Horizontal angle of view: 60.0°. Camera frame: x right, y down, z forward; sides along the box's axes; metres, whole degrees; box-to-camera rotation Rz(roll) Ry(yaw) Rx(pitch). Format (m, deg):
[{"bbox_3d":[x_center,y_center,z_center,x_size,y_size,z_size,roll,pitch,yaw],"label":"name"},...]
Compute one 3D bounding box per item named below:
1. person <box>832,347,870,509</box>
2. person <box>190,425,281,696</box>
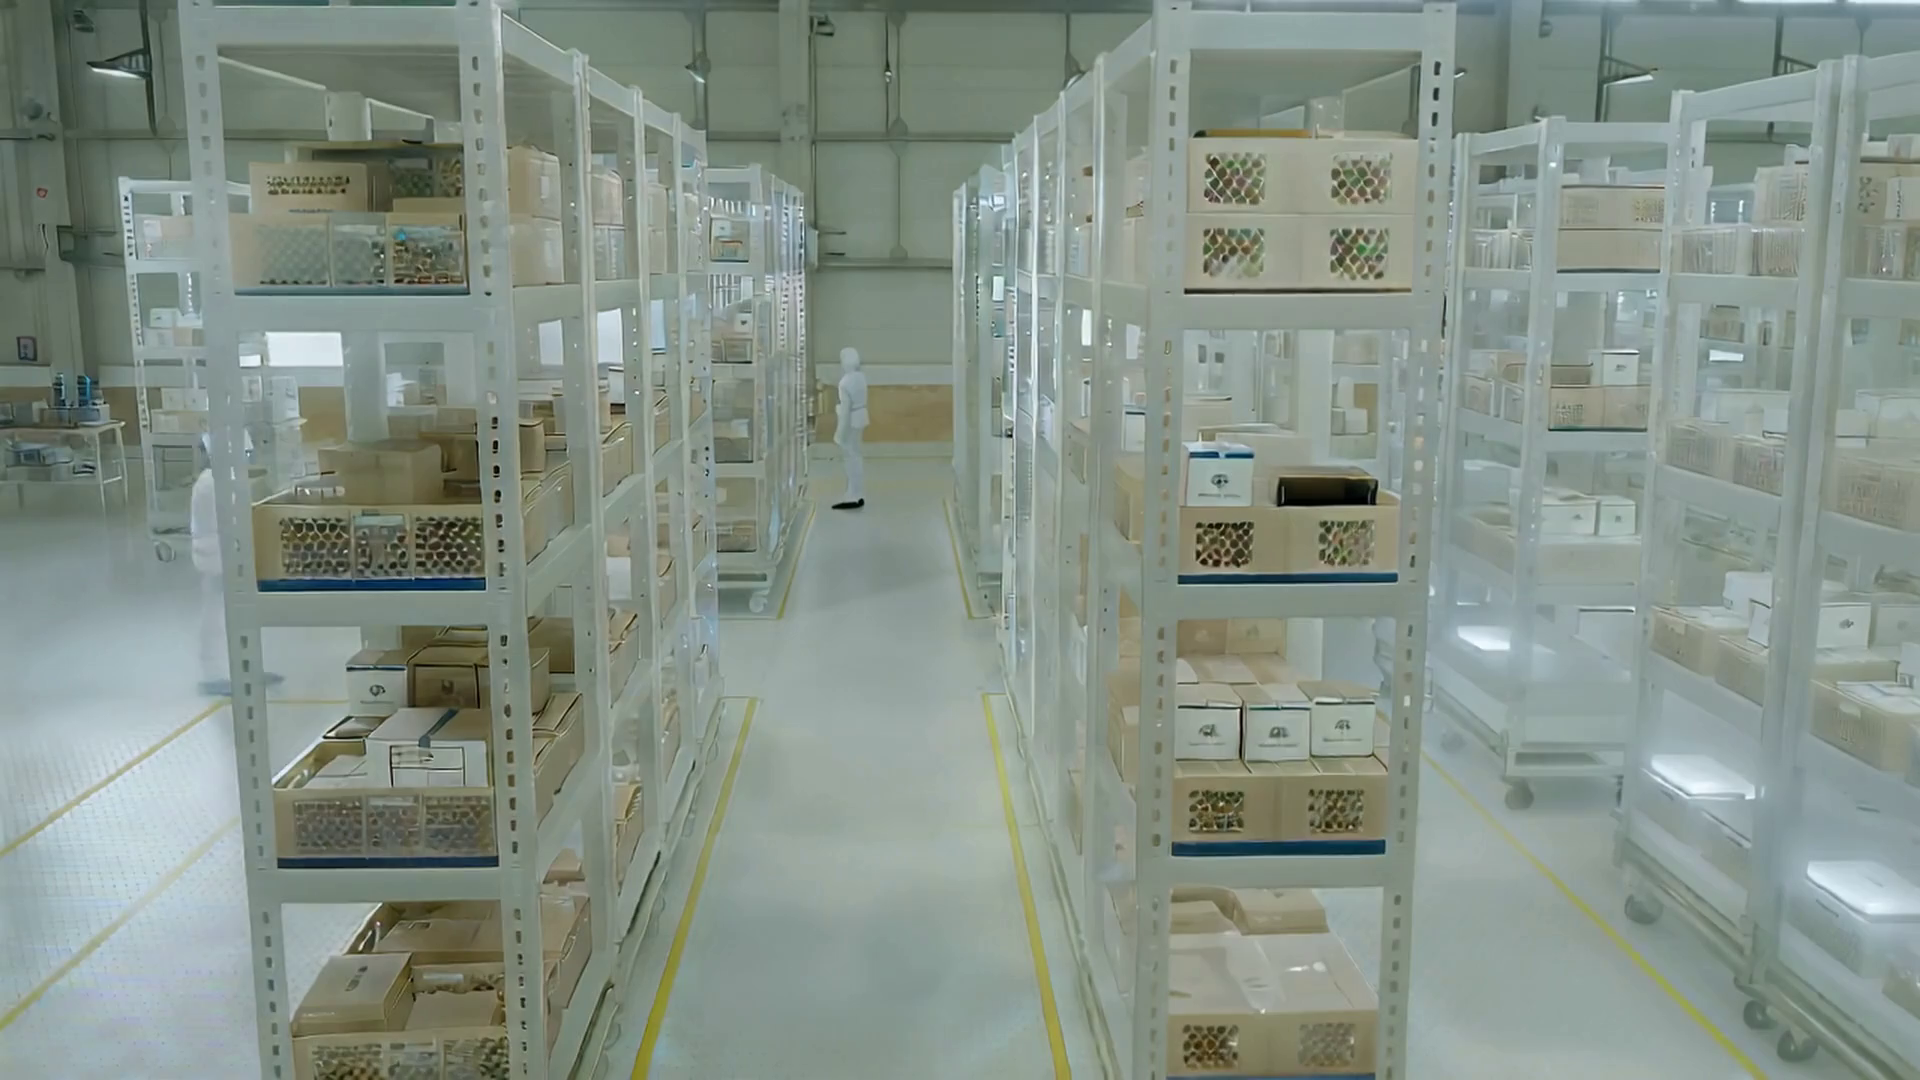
[{"bbox_3d":[-1.241,-1.276,18.997,0.389,1.846,0.567,4,11,21],"label":"person"},{"bbox_3d":[-4.793,0.147,11.012,0.584,1.812,0.614,-1,10,-5],"label":"person"}]
